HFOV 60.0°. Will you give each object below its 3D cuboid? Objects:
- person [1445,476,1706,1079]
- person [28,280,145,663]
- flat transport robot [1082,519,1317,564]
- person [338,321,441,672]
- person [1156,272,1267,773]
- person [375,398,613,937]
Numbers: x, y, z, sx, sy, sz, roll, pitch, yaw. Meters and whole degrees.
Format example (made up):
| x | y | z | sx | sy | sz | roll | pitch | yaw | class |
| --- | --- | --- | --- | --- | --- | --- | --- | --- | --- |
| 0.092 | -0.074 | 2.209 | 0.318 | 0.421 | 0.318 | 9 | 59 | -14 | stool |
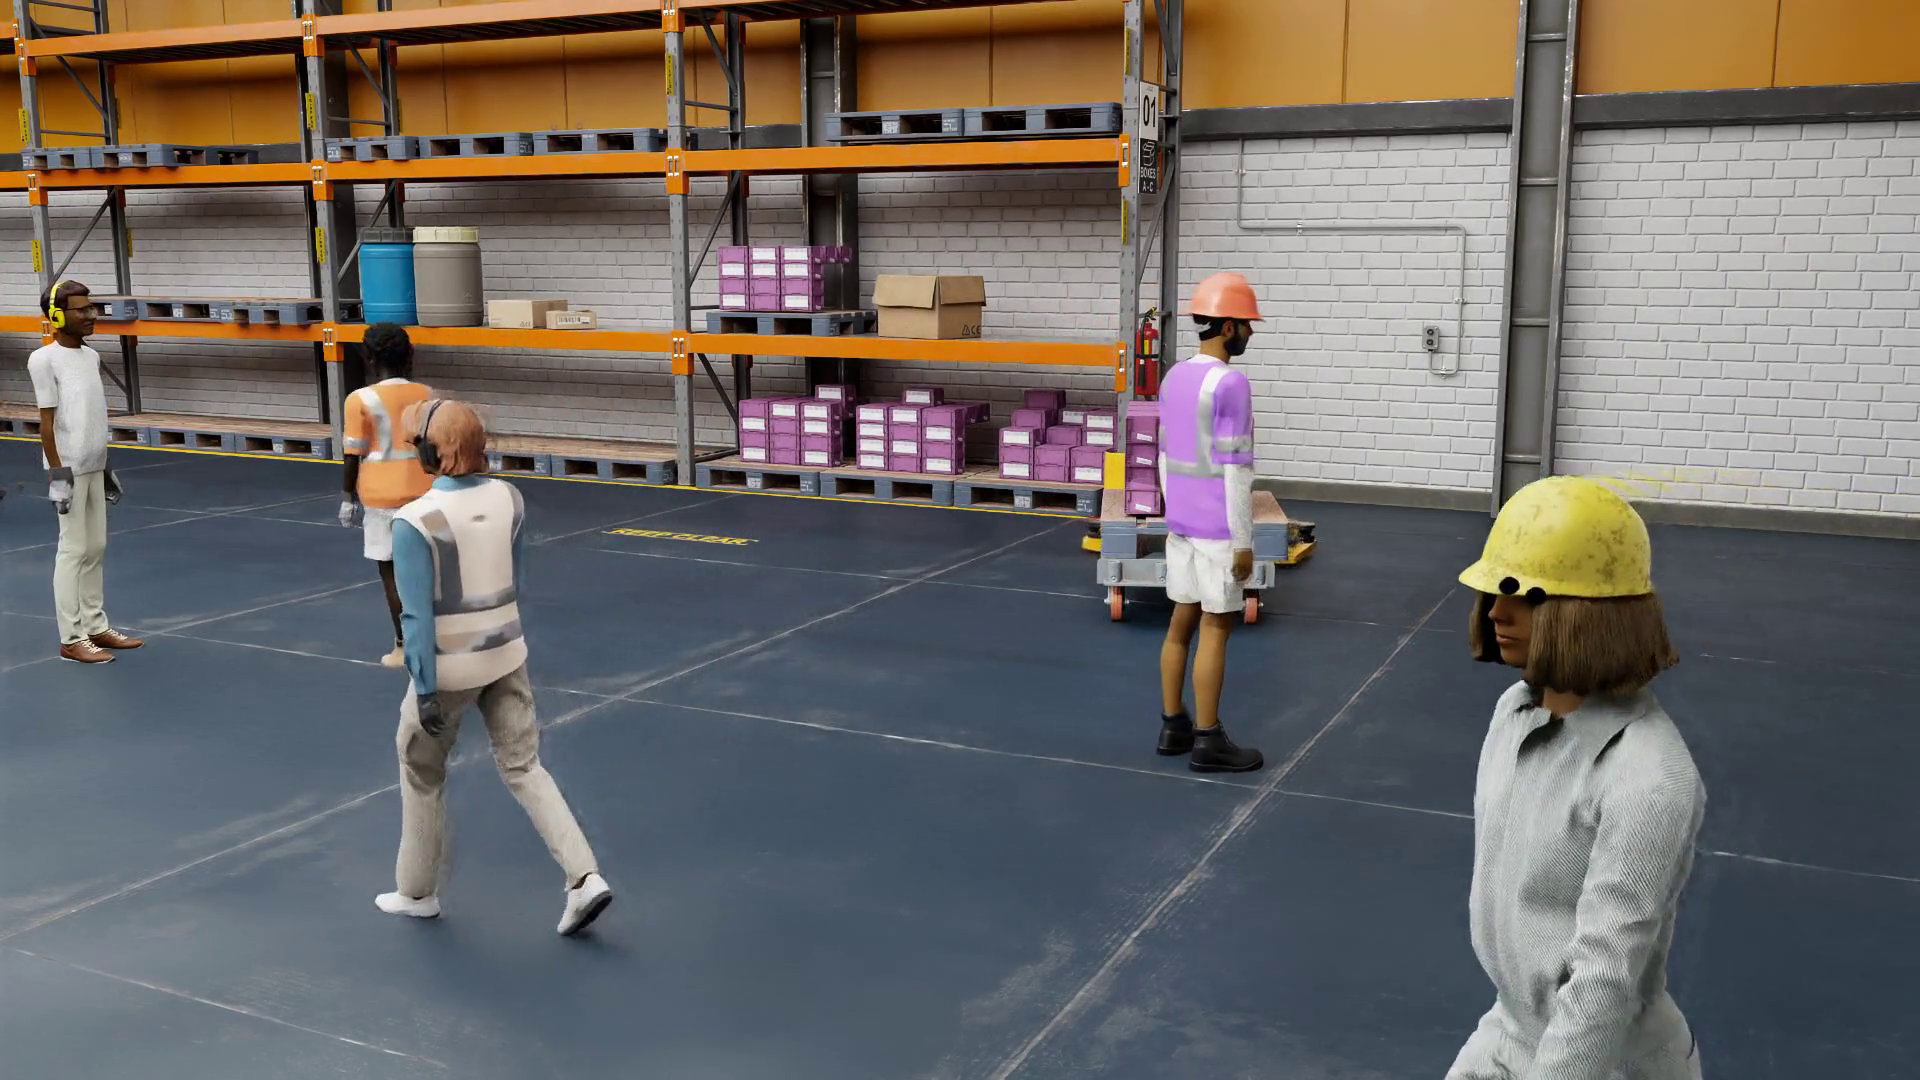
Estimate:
| x | y | z | sx | sy | sz | roll | pitch | yaw | class |
| --- | --- | --- | --- | --- | --- | --- | --- | --- | --- |
| 0.795 | 0.765 | 2.367 | 0.827 | 1.713 | 0.494 | -2 | 10 | -11 | person |
| -4.328 | -0.335 | 8.216 | 0.328 | 1.873 | 0.514 | 0 | 10 | 0 | person |
| 1.597 | -0.033 | 11.062 | 1.431 | 0.197 | 0.652 | 4 | 11 | 23 | flat transport robot |
| -2.714 | -0.198 | 7.976 | 0.375 | 1.684 | 0.535 | 6 | 11 | 30 | person |
| 0.996 | -0.067 | 6.495 | 0.377 | 1.933 | 0.551 | -4 | 11 | -22 | person |
| -1.400 | 0.381 | 4.884 | 0.794 | 1.607 | 0.515 | 6 | 12 | 31 | person |
